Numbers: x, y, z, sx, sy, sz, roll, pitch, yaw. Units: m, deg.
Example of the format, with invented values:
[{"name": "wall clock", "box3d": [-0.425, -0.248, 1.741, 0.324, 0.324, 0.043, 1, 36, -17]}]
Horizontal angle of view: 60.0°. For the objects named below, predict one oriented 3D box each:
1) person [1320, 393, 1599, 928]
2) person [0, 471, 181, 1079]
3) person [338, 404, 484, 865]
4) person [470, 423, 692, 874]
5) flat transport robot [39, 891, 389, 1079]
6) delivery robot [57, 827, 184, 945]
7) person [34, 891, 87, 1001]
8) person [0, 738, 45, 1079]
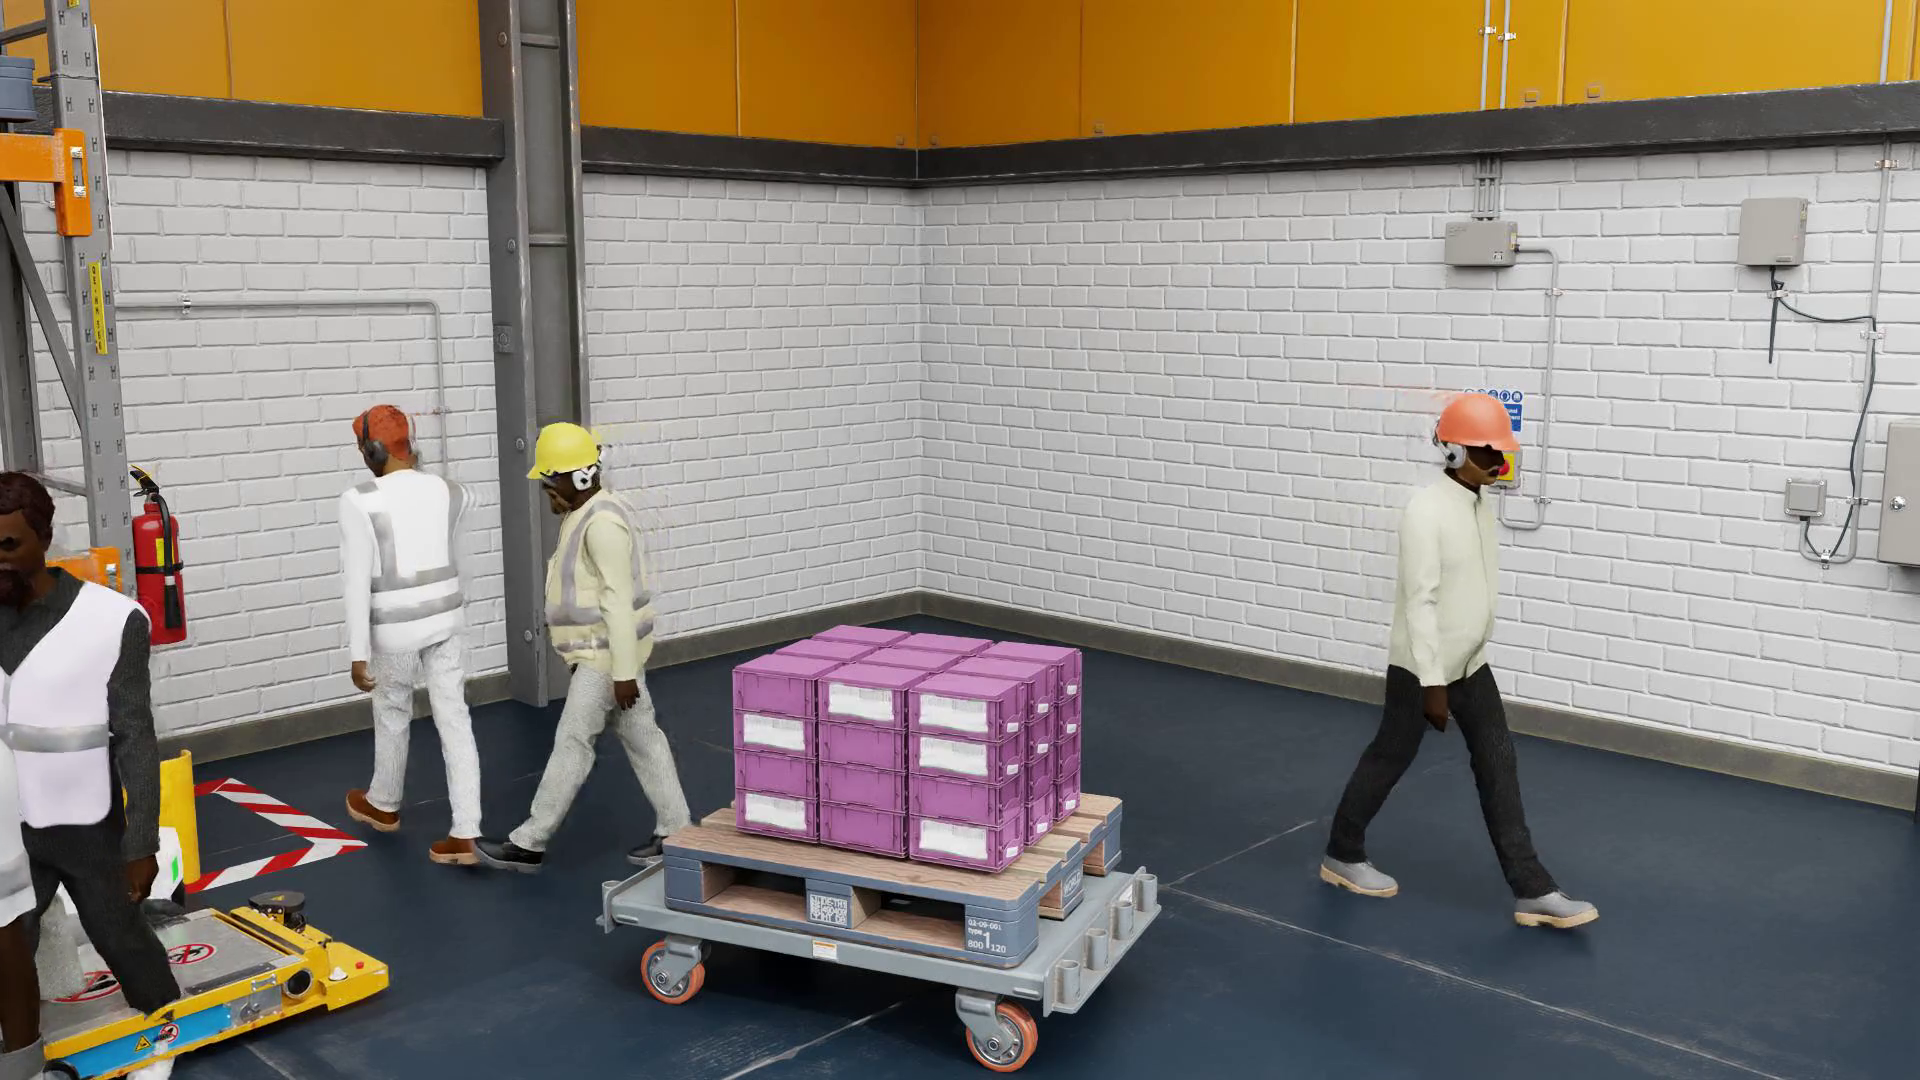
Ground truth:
[{"name": "person", "box3d": [1.778, 0.431, 6.028, 1.046, 1.928, 0.633, 9, 13, 43]}, {"name": "person", "box3d": [-2.389, 0.727, 4.426, 0.593, 1.869, 1.001, 0, 9, -3]}, {"name": "person", "box3d": [-2.226, 0.369, 6.695, 0.986, 1.825, 0.587, 9, 13, 44]}, {"name": "person", "box3d": [-1.460, 0.429, 6.477, 0.919, 1.773, 0.623, -3, 10, -16]}, {"name": "flat transport robot", "box3d": [-2.560, 1.414, 5.050, 0.652, 0.197, 1.431, 8, 12, 40]}, {"name": "delivery robot", "box3d": [-2.991, 1.145, 5.551, 0.707, 0.478, 0.477, -5, 11, -29]}, {"name": "person", "box3d": [-2.803, 0.736, 4.589, 0.622, 1.777, 0.801, 7, 12, 37]}, {"name": "person", "box3d": [-1.913, 0.927, 2.898, 0.637, 1.947, 0.460, -2, 9, -9]}]
